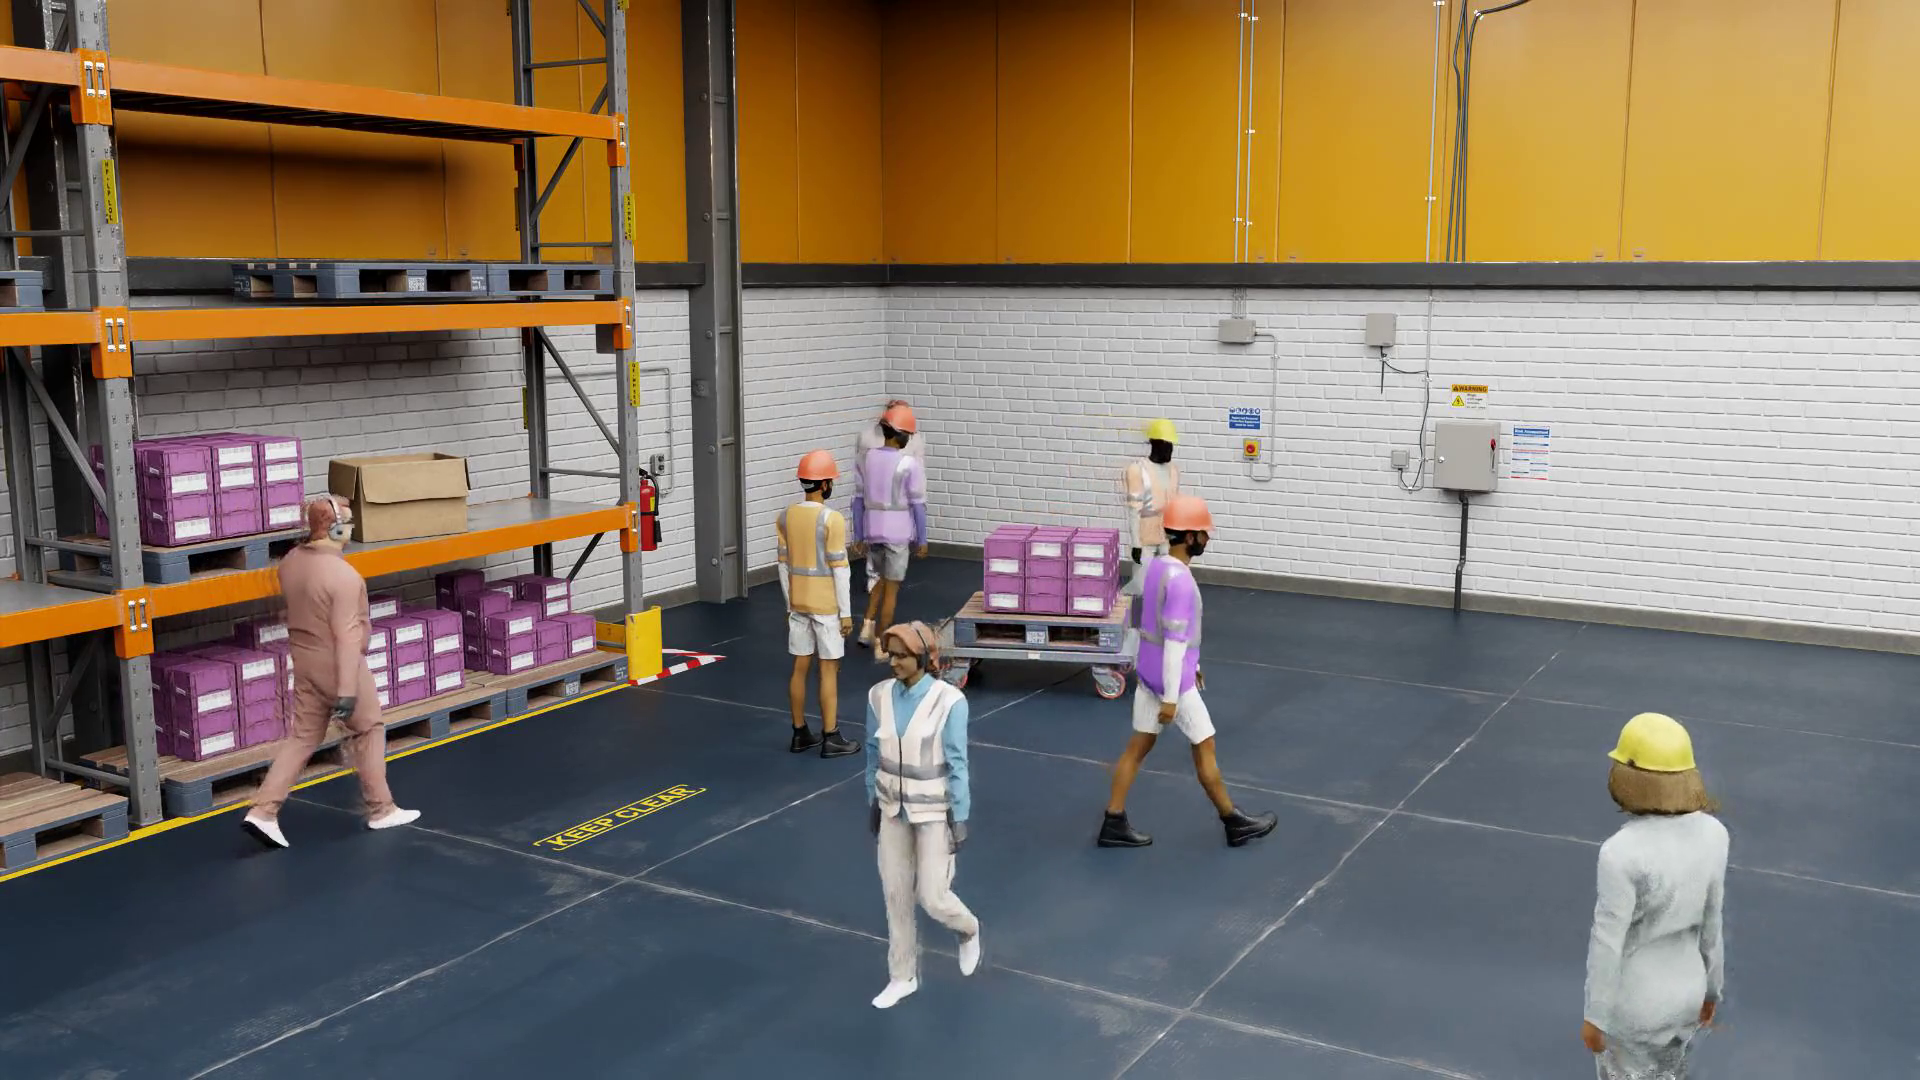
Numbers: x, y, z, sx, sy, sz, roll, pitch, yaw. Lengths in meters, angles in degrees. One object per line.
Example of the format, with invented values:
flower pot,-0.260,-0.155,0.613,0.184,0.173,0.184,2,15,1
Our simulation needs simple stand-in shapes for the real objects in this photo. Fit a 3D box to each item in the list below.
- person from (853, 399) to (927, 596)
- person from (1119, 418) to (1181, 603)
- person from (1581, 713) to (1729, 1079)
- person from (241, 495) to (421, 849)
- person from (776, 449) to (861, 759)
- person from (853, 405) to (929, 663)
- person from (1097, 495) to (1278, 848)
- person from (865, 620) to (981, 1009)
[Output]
person,-0.661,-0.394,15.624,0.663,1.866,0.594,-2,9,-15
person,1.519,-0.050,13.383,0.587,1.898,0.821,-6,11,-34
person,2.090,1.373,4.997,0.503,1.726,0.423,-4,10,-26
person,-3.387,0.696,8.809,0.637,1.878,0.913,6,11,34
person,-0.889,0.399,10.448,0.542,1.939,0.362,7,11,36
person,-0.546,-0.041,12.985,0.620,2.011,0.482,6,11,34
person,1.185,0.702,8.704,0.997,1.885,0.565,-2,9,-12
person,-0.153,1.122,6.909,0.528,1.623,0.463,6,11,35
